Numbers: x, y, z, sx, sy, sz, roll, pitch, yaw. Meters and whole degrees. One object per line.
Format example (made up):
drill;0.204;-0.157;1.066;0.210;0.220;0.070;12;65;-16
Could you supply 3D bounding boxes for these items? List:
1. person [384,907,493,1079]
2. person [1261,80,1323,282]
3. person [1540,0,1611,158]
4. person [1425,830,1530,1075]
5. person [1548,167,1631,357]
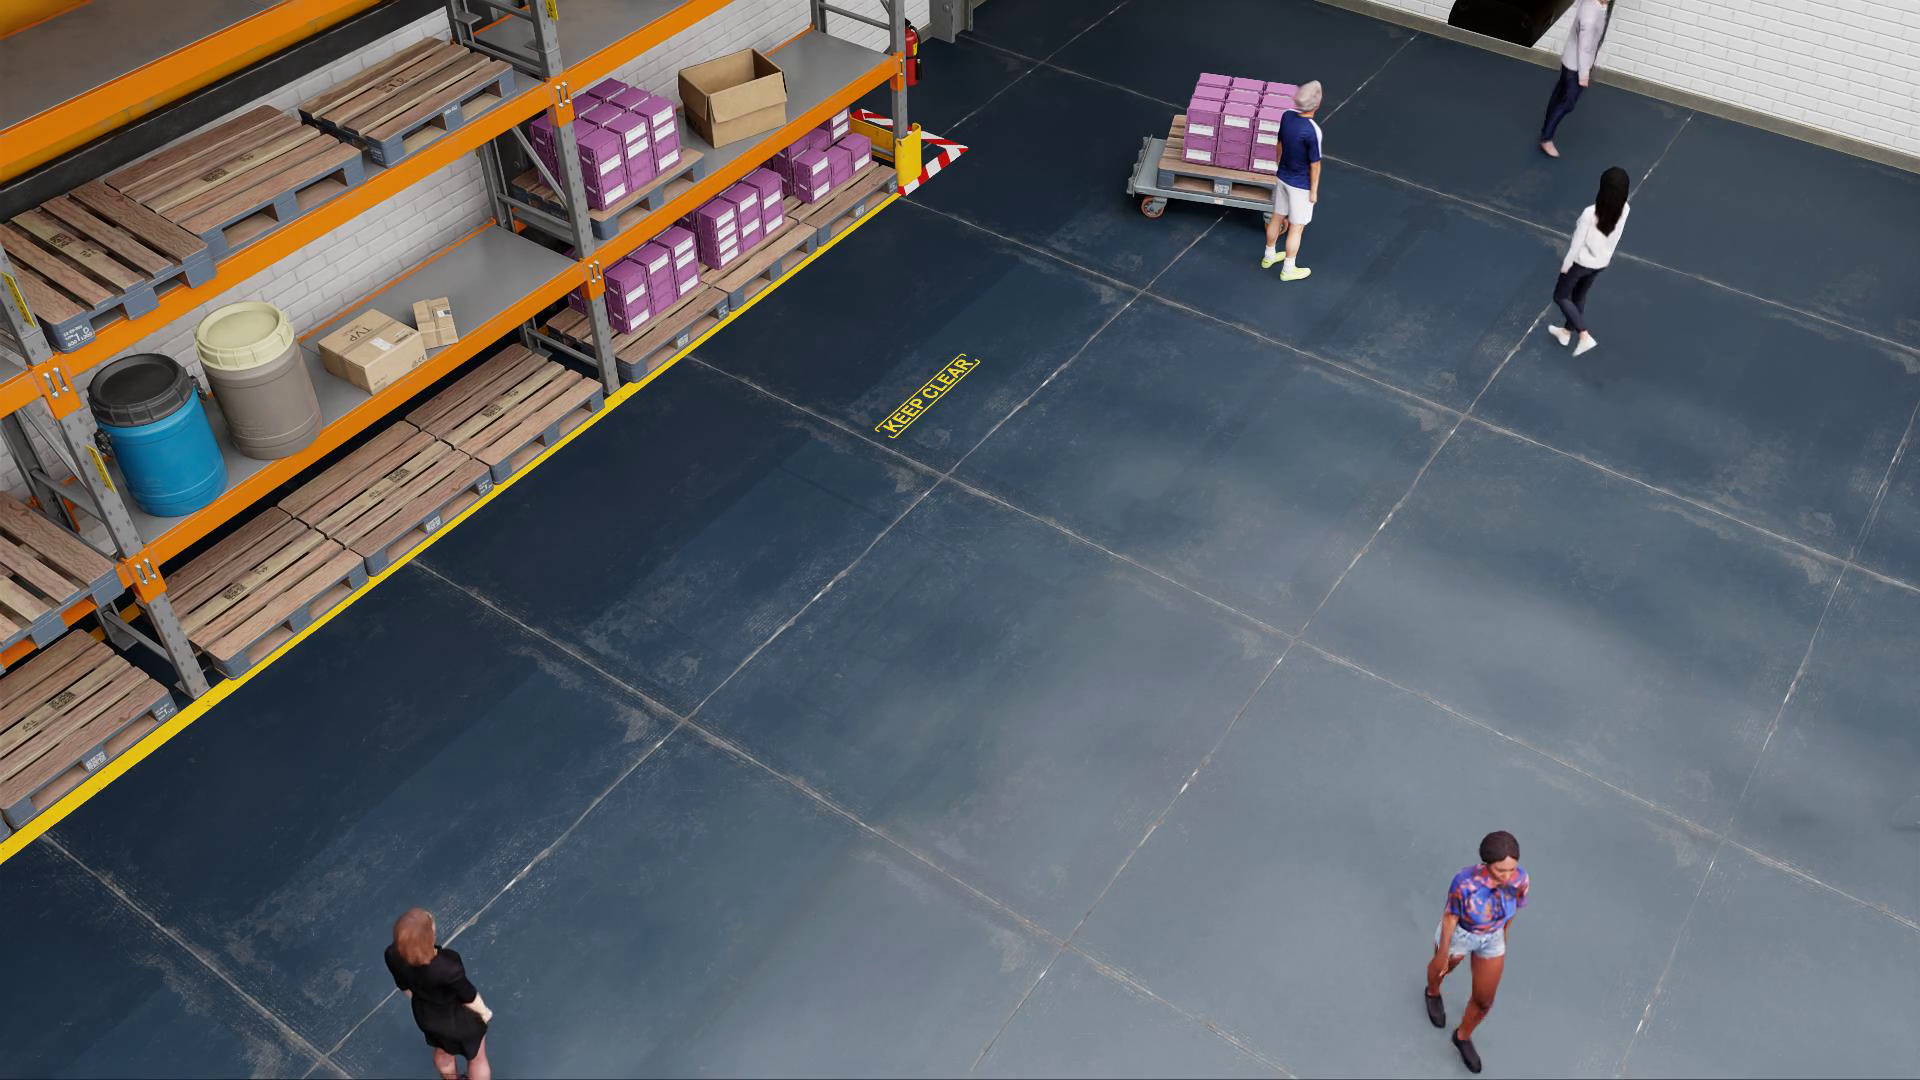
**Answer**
person;-2.637;2.439;8.531;0.640;1.706;0.590;12;45;12
person;2.871;-3.082;14.231;0.690;1.838;0.712;-23;48;-23
person;5.860;-4.621;15.868;0.974;1.809;0.668;2;44;2
person;2.705;2.060;8.916;0.851;1.724;0.926;-4;44;-4
person;5.111;-2.200;13.419;0.883;1.681;0.897;-17;46;-17
